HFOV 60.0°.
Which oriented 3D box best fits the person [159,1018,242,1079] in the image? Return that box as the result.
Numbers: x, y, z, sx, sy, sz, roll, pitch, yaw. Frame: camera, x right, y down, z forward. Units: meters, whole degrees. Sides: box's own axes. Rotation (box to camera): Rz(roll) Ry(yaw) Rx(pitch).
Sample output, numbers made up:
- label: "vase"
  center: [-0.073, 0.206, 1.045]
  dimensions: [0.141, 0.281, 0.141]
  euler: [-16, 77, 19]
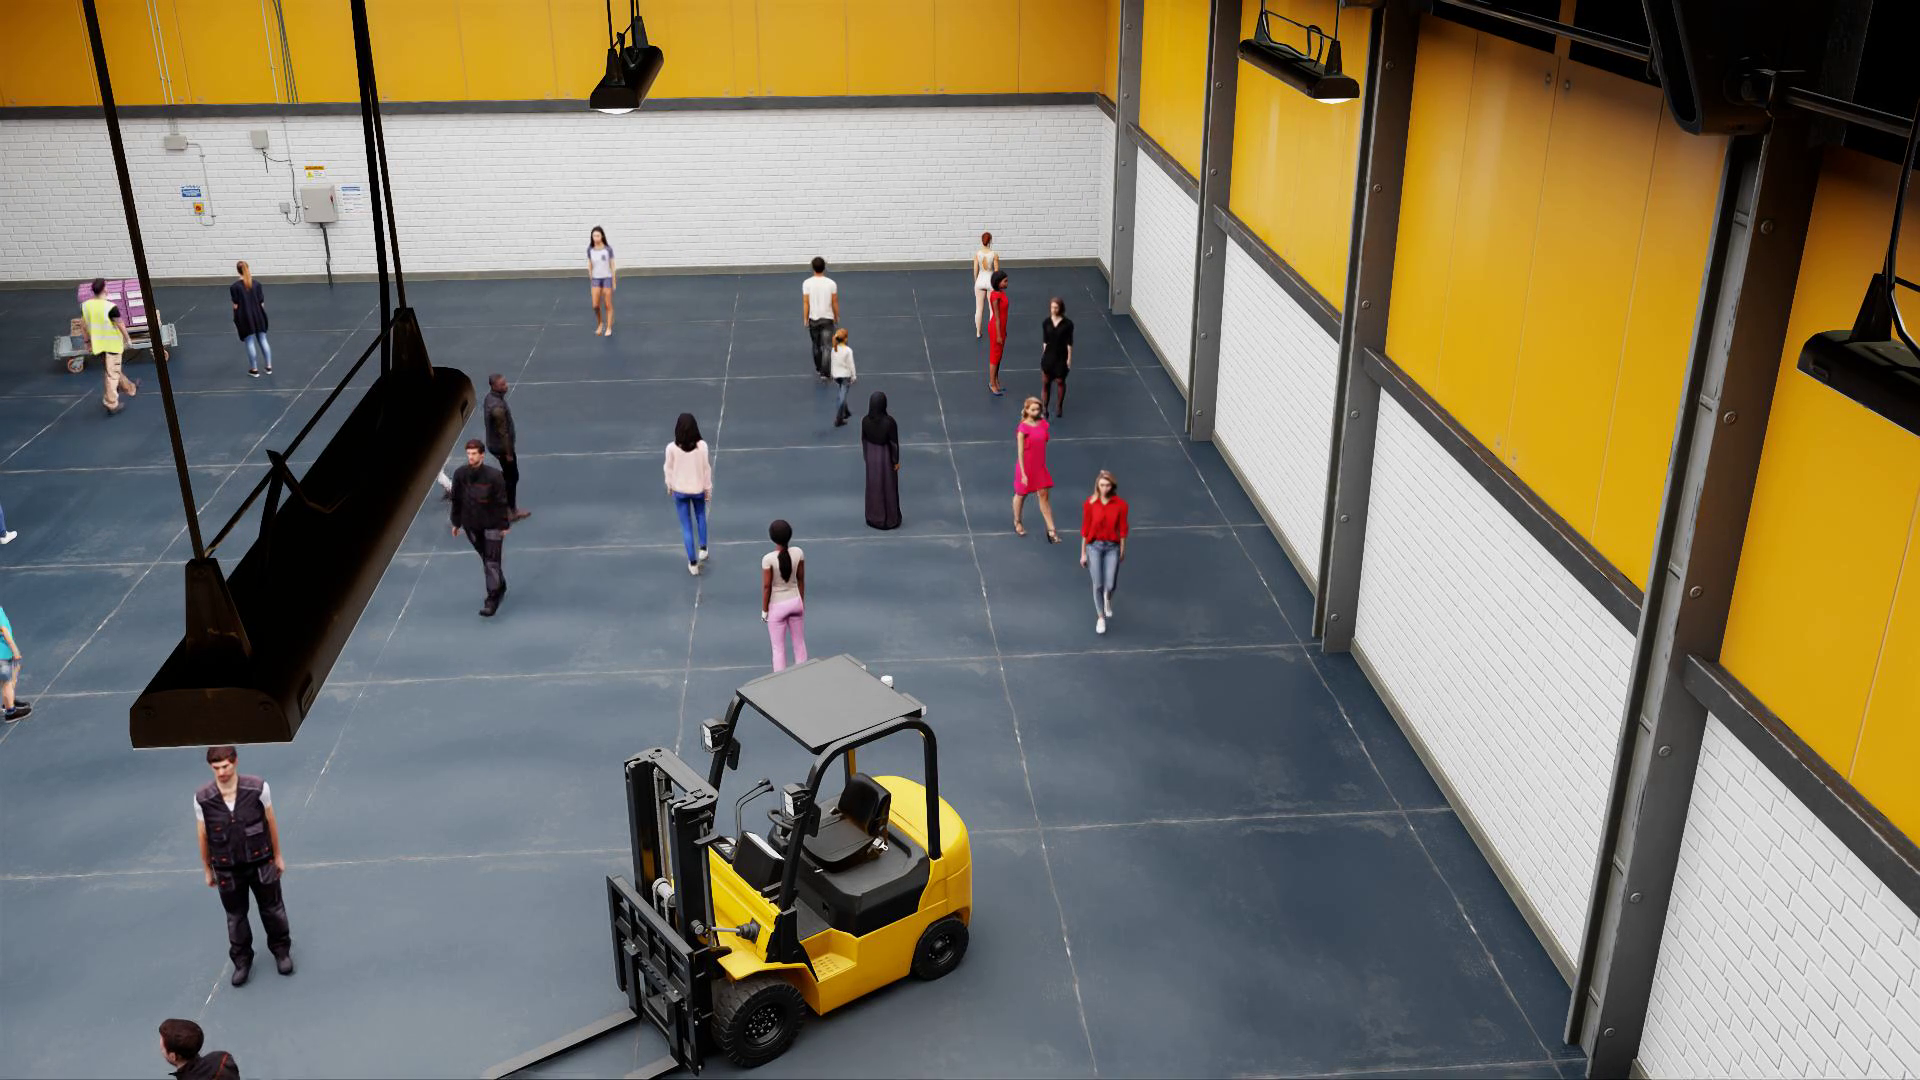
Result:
- label: "person"
  center: [-3.856, 3.330, 8.757]
  dimensions: [0.810, 1.901, 0.692]
  euler: [3, 24, 6]

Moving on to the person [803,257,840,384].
- label: "person"
  center: [-1.974, -3.099, 23.625]
  dimensions: [0.682, 1.771, 1.119]
  euler: [-1, 24, -2]

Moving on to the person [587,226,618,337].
- label: "person"
  center: [-5.518, -4.029, 25.817]
  dimensions: [0.602, 1.720, 0.590]
  euler: [0, 24, 0]

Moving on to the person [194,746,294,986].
- label: "person"
  center: [-4.920, 2.191, 11.430]
  dimensions: [0.729, 1.848, 0.685]
  euler: [-9, 25, -20]

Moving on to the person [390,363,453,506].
- label: "person"
  center: [-6.308, -1.172, 19.222]
  dimensions: [0.783, 1.768, 1.175]
  euler: [-4, 24, -8]

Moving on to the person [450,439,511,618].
- label: "person"
  center: [-4.799, -0.181, 16.911]
  dimensions: [0.941, 1.802, 1.167]
  euler: [6, 24, 13]

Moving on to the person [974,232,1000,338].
- label: "person"
  center: [0.407, -3.944, 25.717]
  dimensions: [0.607, 1.644, 0.567]
  euler: [6, 24, 13]

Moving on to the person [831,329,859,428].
- label: "person"
  center: [-1.600, -2.134, 22.002]
  dimensions: [0.693, 1.302, 0.792]
  euler: [13, 27, 27]

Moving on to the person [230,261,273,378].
- label: "person"
  center: [-10.207, -3.197, 23.959]
  dimensions: [0.722, 1.684, 0.747]
  euler: [-18, 30, -36]

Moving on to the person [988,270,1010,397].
- label: "person"
  center: [0.523, -2.901, 23.204]
  dimensions: [0.680, 1.747, 0.528]
  euler: [5, 24, 11]

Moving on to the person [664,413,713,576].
- label: "person"
  center: [-2.867, -0.460, 17.617]
  dimensions: [0.707, 1.748, 0.870]
  euler: [-6, 24, -13]

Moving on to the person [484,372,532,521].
- label: "person"
  center: [-5.261, -1.030, 18.837]
  dimensions: [0.919, 1.815, 0.915]
  euler: [-11, 26, -23]

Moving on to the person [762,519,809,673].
- label: "person"
  center: [-1.593, 0.617, 15.158]
  dimensions: [0.653, 1.744, 0.653]
  euler: [-14, 27, -29]

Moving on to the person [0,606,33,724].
- label: "person"
  center: [-8.588, 0.965, 14.737]
  dimensions: [0.626, 1.444, 0.684]
  euler: [18, 29, 35]

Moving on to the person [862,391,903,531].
- label: "person"
  center: [-0.902, -0.919, 18.834]
  dimensions: [0.696, 1.615, 0.724]
  euler: [9, 25, 20]

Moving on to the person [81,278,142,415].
- label: "person"
  center: [-11.499, -2.570, 22.392]
  dimensions: [0.945, 1.791, 1.241]
  euler: [5, 24, 11]

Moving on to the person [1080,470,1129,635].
- label: "person"
  center: [1.417, 0.085, 16.440]
  dimensions: [0.693, 1.693, 0.737]
  euler: [3, 24, 6]

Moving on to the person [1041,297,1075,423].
- label: "person"
  center: [1.323, -2.435, 22.215]
  dimensions: [0.790, 1.684, 0.961]
  euler: [6, 24, 14]

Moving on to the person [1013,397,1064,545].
- label: "person"
  center: [0.732, -0.807, 18.480]
  dimensions: [0.887, 1.693, 1.090]
  euler: [-15, 28, -31]
